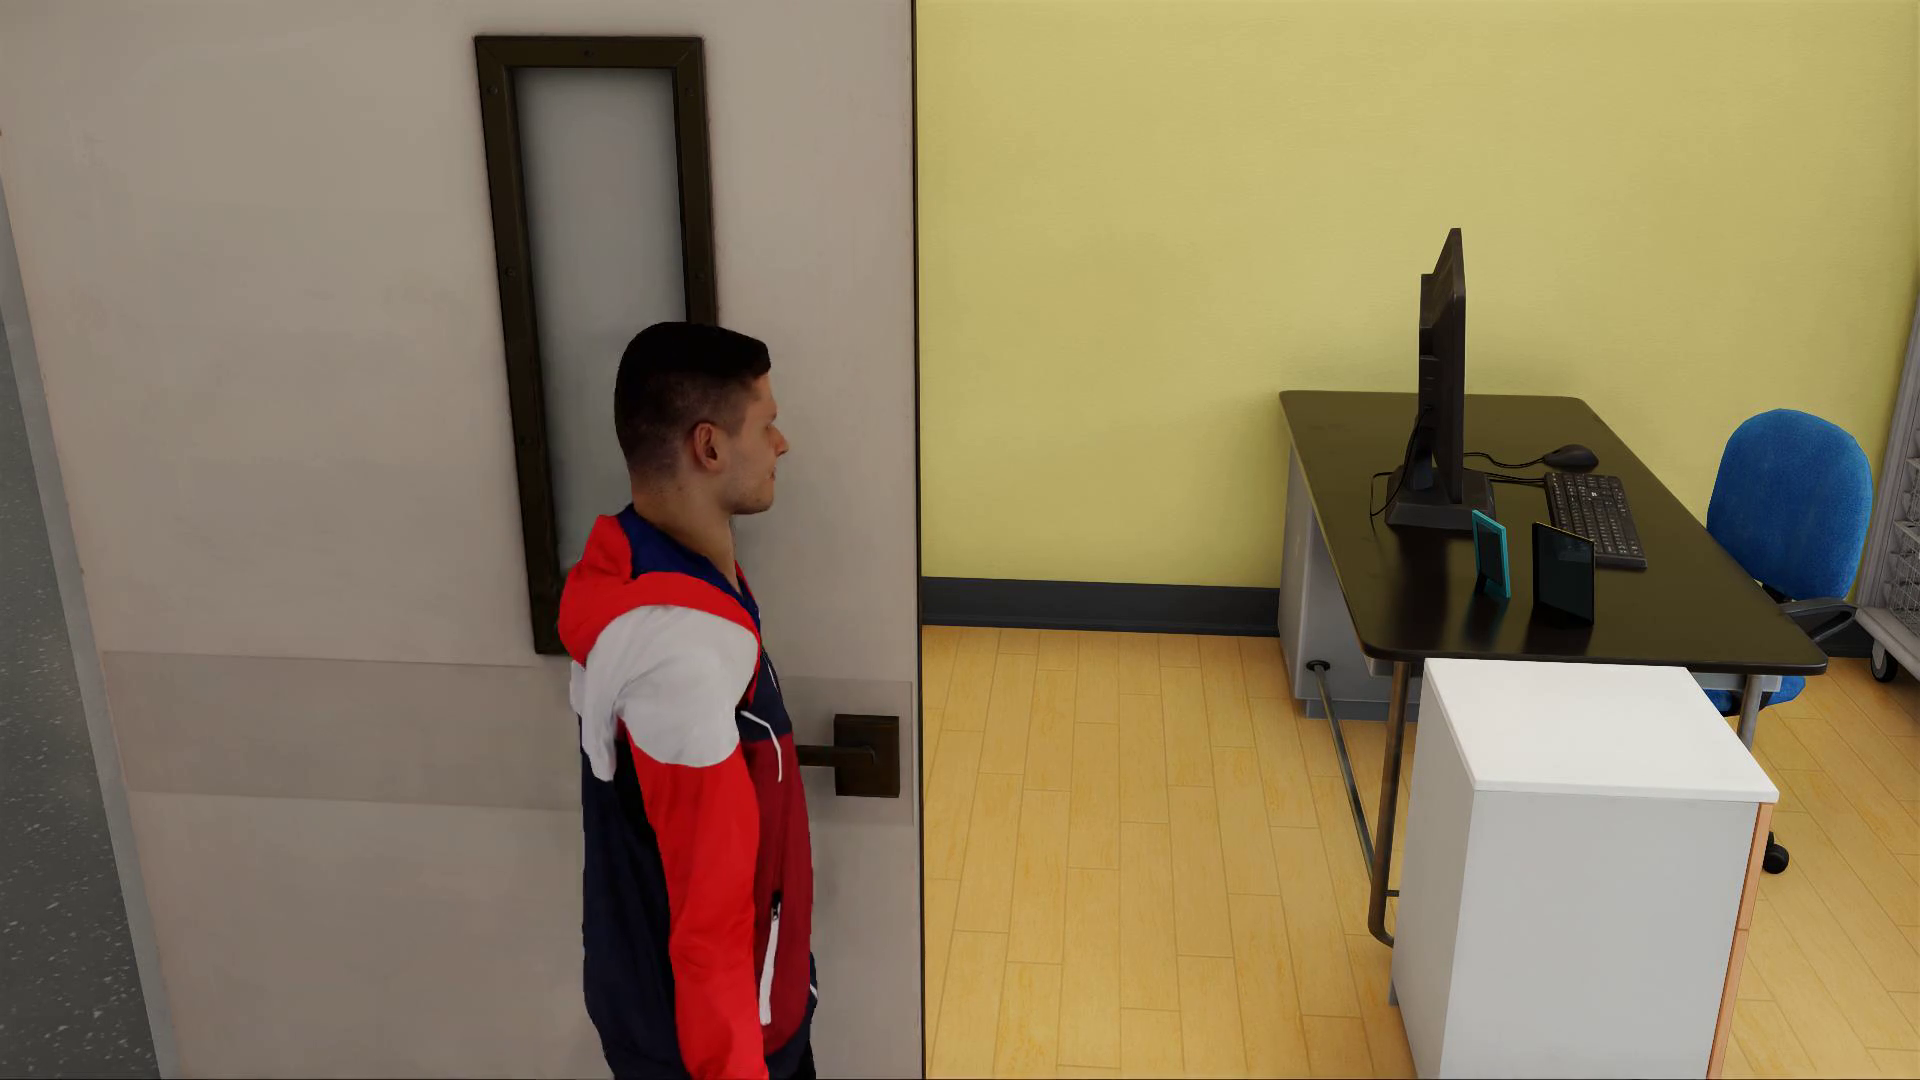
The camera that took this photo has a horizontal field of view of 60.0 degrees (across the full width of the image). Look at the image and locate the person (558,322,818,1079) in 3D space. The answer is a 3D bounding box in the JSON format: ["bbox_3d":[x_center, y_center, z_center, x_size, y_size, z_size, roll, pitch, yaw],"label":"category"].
[{"bbox_3d":[-0.419,0.605,2.179,0.917,1.733,1.040,-3,21,-8],"label":"person"}]
